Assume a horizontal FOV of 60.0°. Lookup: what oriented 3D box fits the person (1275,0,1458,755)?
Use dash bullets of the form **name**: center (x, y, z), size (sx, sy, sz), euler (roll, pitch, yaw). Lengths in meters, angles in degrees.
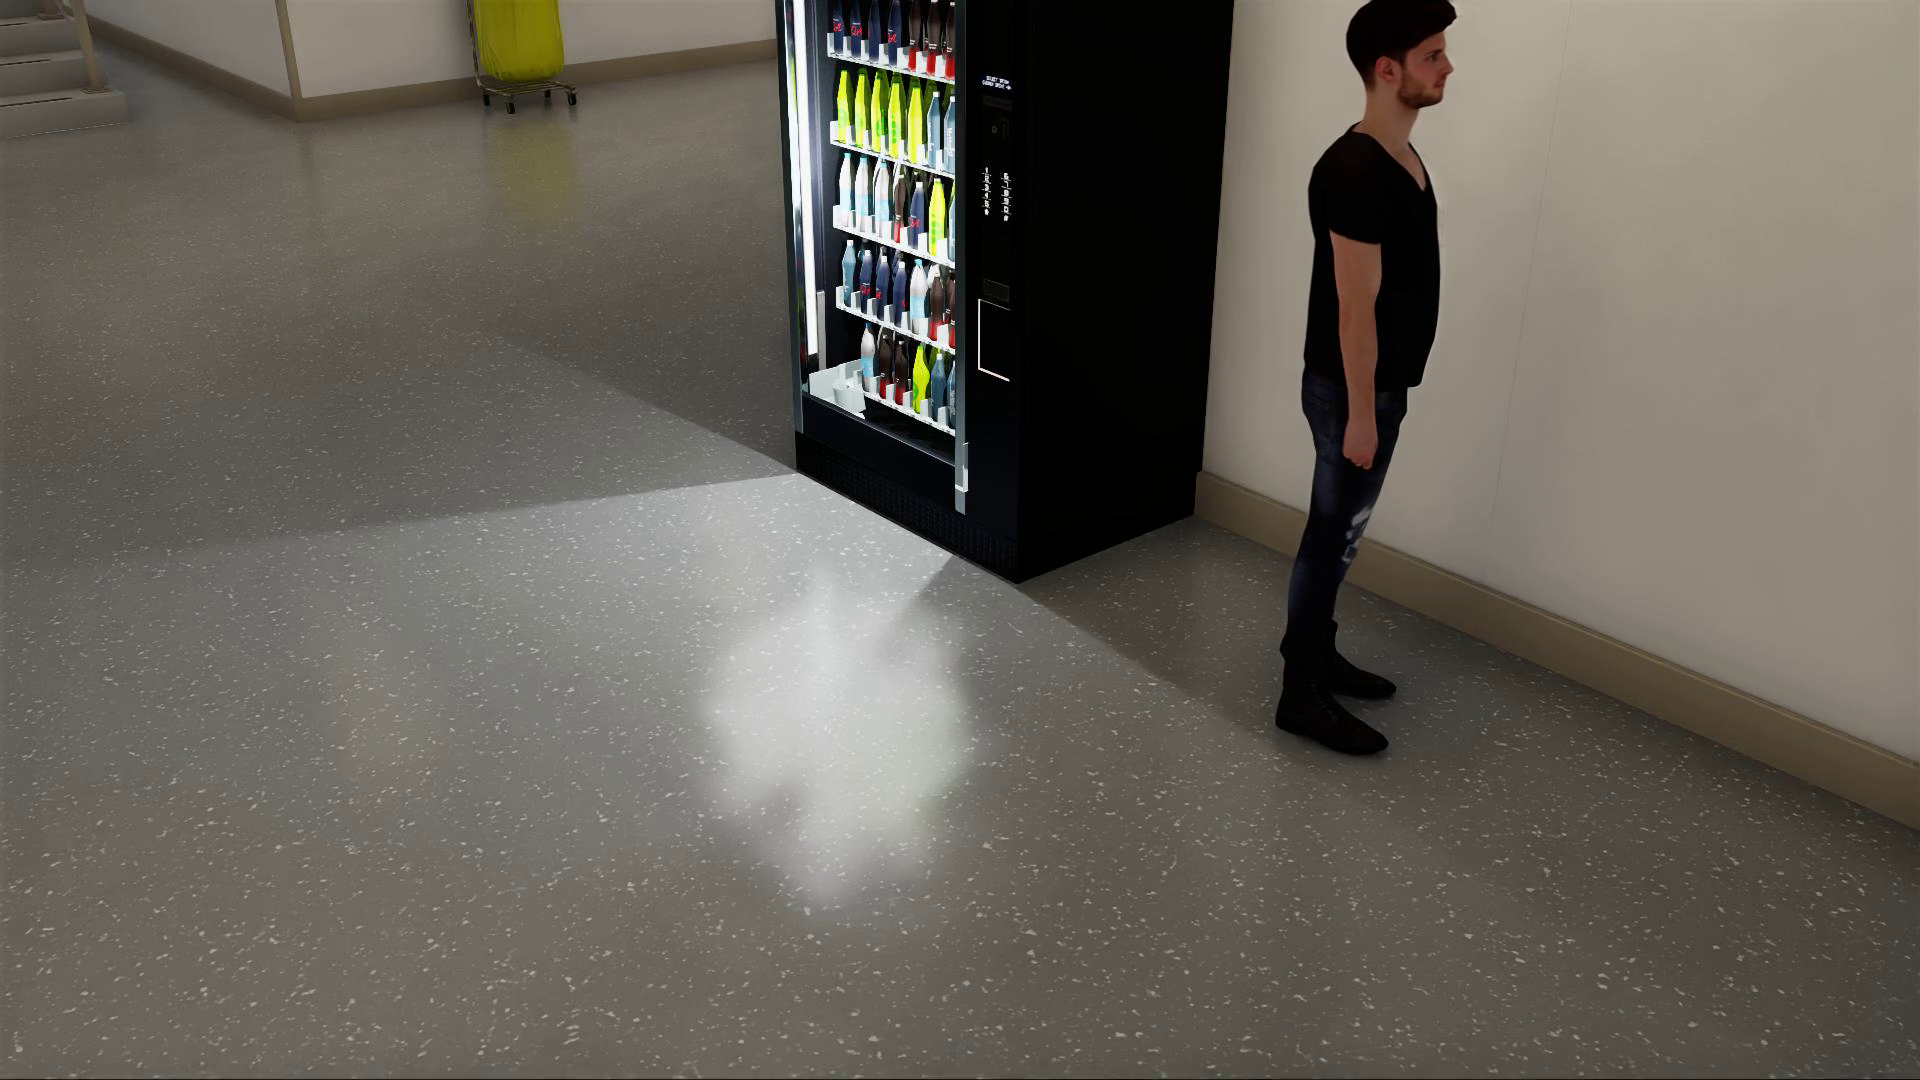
- **person**: center (0.999, -0.394, 4.193), size (0.763, 1.897, 0.757), euler (9, 27, 17)
